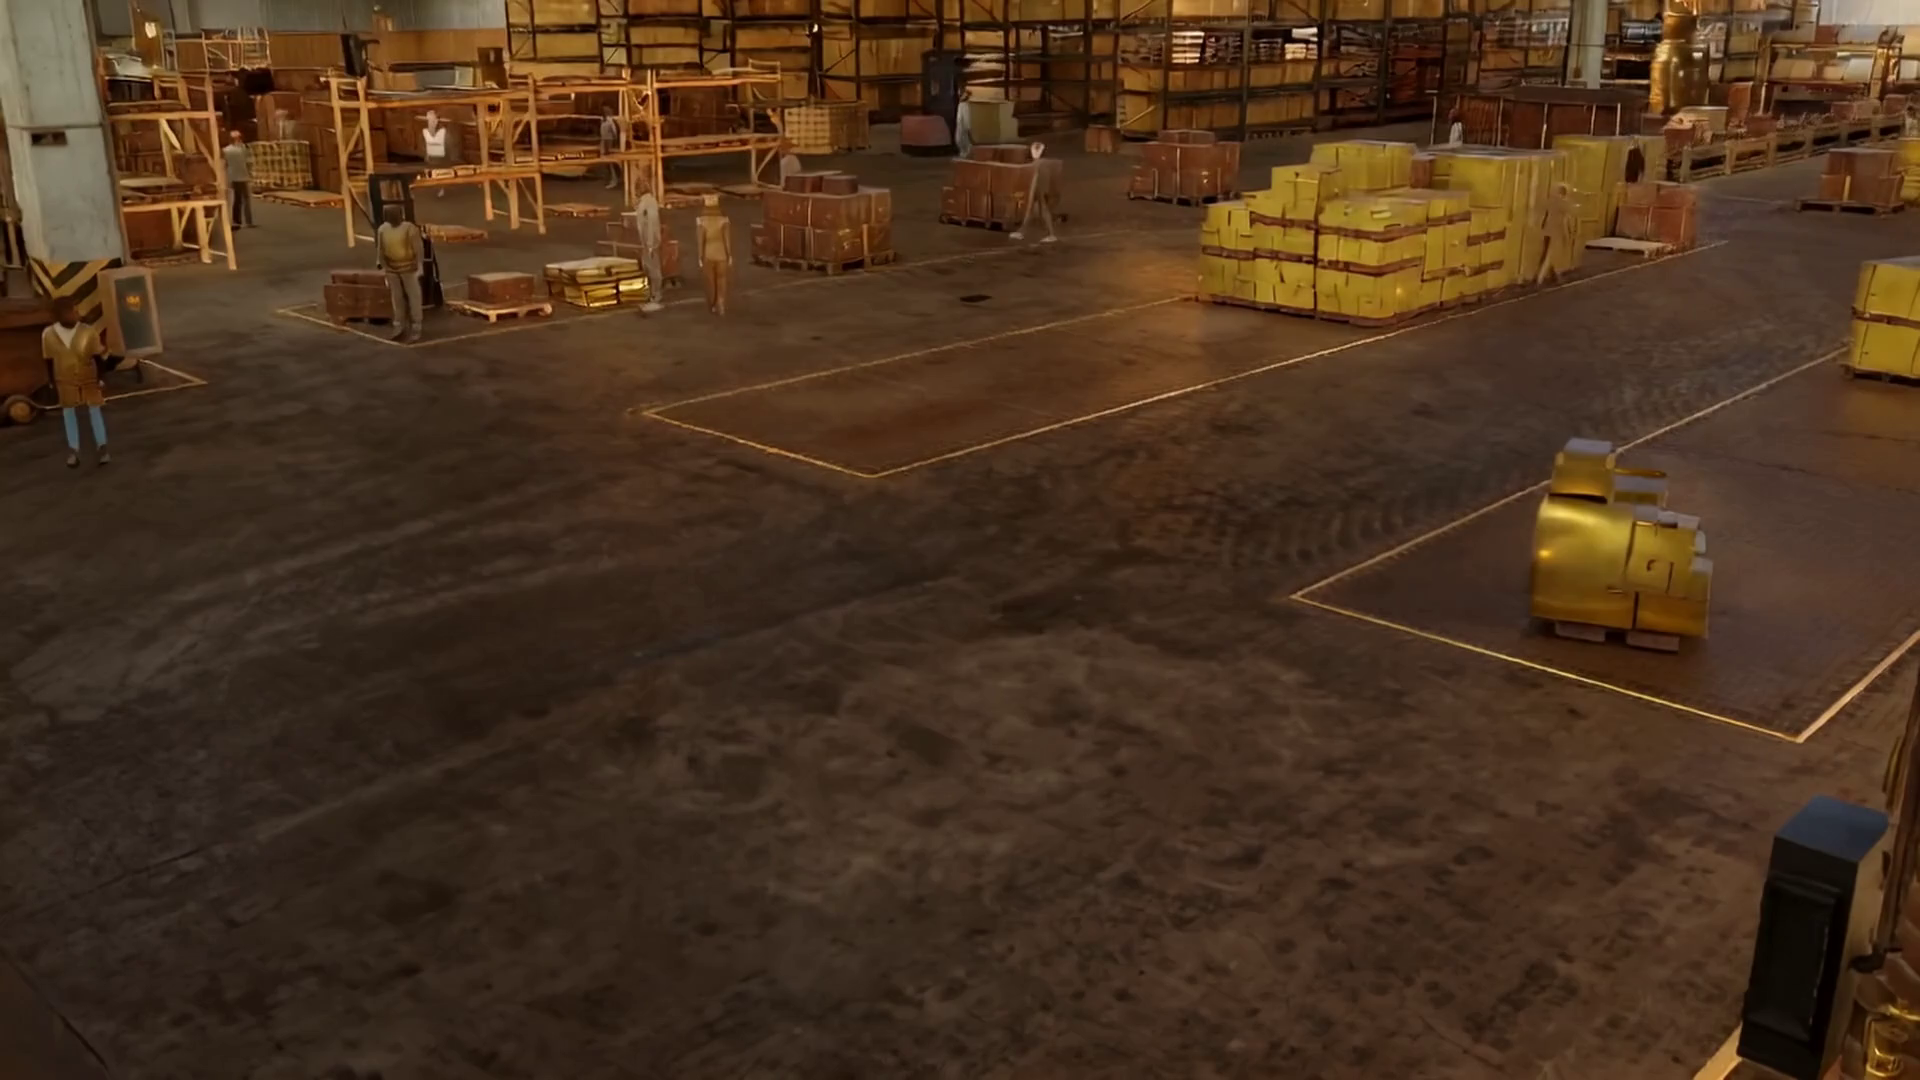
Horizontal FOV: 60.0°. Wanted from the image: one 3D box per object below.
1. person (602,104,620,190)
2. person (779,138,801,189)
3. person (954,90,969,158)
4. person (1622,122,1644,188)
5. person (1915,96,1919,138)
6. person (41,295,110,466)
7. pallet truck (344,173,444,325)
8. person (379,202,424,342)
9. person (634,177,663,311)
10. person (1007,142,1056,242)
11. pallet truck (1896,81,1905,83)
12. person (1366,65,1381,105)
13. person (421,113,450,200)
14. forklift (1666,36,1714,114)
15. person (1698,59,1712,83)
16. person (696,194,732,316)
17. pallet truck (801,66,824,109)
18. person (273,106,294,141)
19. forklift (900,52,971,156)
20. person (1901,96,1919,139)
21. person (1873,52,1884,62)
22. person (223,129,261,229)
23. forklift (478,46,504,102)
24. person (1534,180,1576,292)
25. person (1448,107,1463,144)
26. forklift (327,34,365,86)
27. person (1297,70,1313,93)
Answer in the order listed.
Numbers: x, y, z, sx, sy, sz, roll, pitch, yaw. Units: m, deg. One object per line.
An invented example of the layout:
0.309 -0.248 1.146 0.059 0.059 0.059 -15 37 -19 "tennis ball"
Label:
-8.170 -9.175 38.854 0.364 1.965 0.609 2 18 6 "person"
-3.115 -6.374 30.458 0.355 1.936 0.634 6 19 18 "person"
0.069 -11.512 46.091 0.439 1.841 0.507 11 21 31 "person"
13.365 -7.405 33.403 0.685 2.000 0.885 -5 19 -14 "person"
28.664 -12.640 49.562 0.593 1.804 0.883 17 25 41 "person"
-8.684 -1.567 16.348 0.540 1.698 0.317 -5 19 -15 "person"
-8.209 -4.181 23.757 0.823 1.965 1.885 3 19 9 "pallet truck"
-7.429 -3.559 22.129 0.624 1.844 0.430 5 19 14 "person"
-4.559 -4.333 24.319 0.370 1.934 0.627 -6 19 -17 "person"
1.370 -6.447 30.861 0.961 1.817 0.551 3 19 8 "person"
34.802 -16.331 61.455 0.653 1.274 1.630 17 25 41 "pallet truck"
16.746 -18.245 66.772 0.865 1.585 0.550 -2 18 -7 "person"
-11.727 -8.614 37.289 0.597 1.896 0.822 0 18 1 "person"
27.341 -17.291 61.877 1.129 2.768 1.873 17 25 41 "forklift"
28.690 -17.605 64.327 0.631 1.913 0.632 -12 22 -31 "person"
-3.538 -4.112 23.998 0.492 1.718 0.801 -3 19 -9 "person"
-4.812 -15.182 56.903 0.823 1.965 1.885 -9 21 -26 "pallet truck"
-15.753 -9.224 39.093 0.548 1.919 0.602 16 24 40 "person"
-0.707 -12.311 46.874 1.129 2.768 1.873 17 25 41 "forklift"
26.620 -11.567 46.507 0.519 1.686 0.543 -17 25 -42 "person"
39.549 -20.114 71.871 0.603 1.938 1.091 6 19 18 "person"
-14.083 -7.061 32.549 0.593 1.923 0.373 7 20 21 "person"
-14.397 -13.832 51.456 1.129 2.768 1.873 17 25 41 "forklift"
9.254 -4.722 25.869 0.975 1.684 0.531 -17 25 -41 "person"
11.343 -8.951 38.216 0.350 1.942 0.545 6 19 18 "person"
-23.611 -18.249 64.764 1.129 2.768 1.873 17 25 41 "forklift"
13.114 -17.265 63.493 0.644 1.803 0.873 2 18 5 "person"
